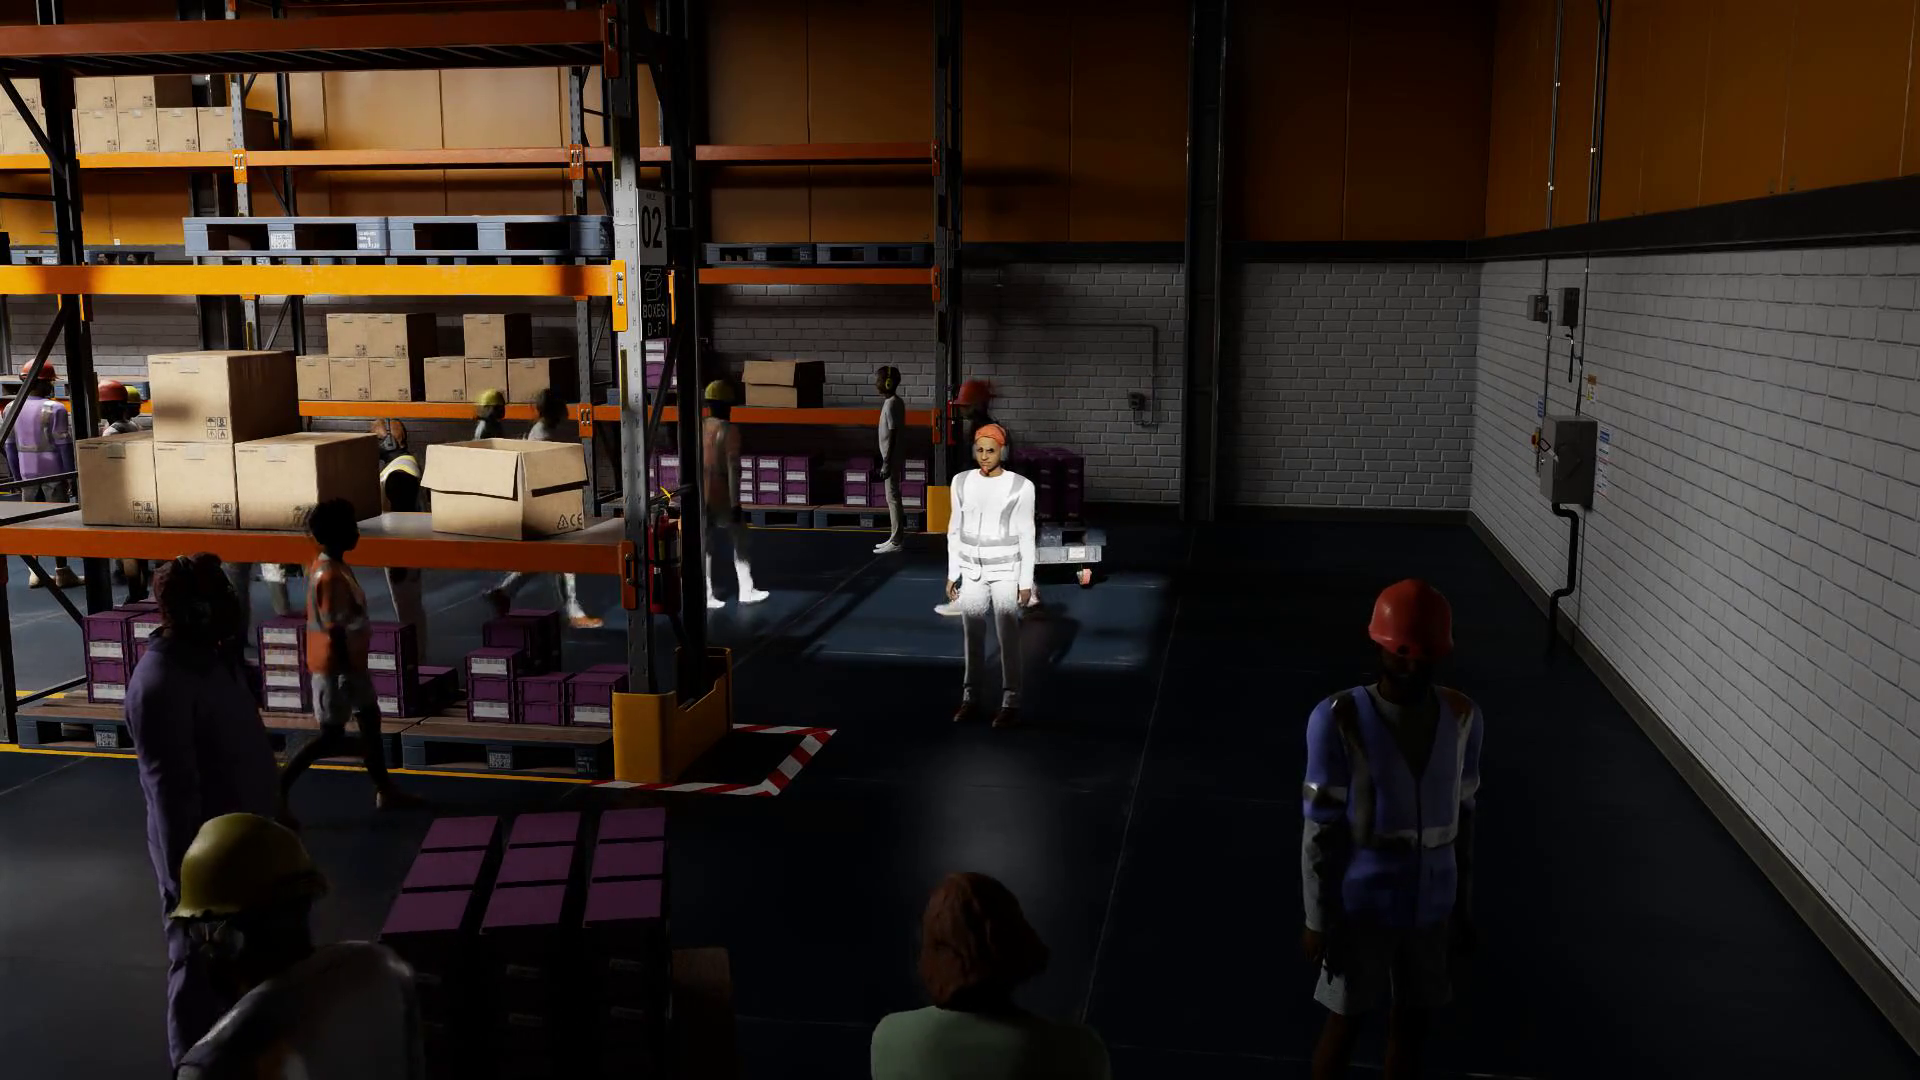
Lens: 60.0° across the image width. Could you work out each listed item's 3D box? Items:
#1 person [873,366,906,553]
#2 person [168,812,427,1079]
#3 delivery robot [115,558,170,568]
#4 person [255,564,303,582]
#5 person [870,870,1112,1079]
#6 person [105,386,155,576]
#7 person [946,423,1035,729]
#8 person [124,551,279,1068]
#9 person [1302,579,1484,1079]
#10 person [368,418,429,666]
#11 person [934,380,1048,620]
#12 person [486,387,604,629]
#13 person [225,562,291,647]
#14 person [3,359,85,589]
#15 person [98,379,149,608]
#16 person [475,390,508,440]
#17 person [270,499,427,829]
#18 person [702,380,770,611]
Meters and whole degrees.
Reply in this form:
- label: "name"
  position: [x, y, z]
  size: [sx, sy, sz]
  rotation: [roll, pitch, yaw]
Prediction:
- label: "person"
  position: [-0.704, -0.799, 16.564]
  size: [0.328, 1.875, 0.513]
  rotation: [1, 9, 4]
- label: "person"
  position: [-1.298, 1.401, 3.161]
  size: [0.780, 1.780, 0.707]
  rotation: [2, 9, 13]
- label: "delivery robot"
  position: [-7.280, 0.049, 15.084]
  size: [0.707, 0.478, 0.477]
  rotation: [-4, 10, -22]
- label: "person"
  position: [-6.207, -0.588, 15.048]
  size: [0.354, 1.939, 0.544]
  rotation: [3, 10, 16]
- label: "person"
  position: [0.083, 1.452, 3.376]
  size: [0.533, 1.610, 0.350]
  rotation: [3, 10, 18]
- label: "person"
  position: [-7.607, -0.532, 15.268]
  size: [0.518, 1.755, 0.357]
  rotation: [5, 10, 26]
- label: "person"
  position: [0.191, 0.218, 10.246]
  size: [0.579, 1.879, 0.348]
  rotation: [5, 10, 28]
- label: "person"
  position: [-2.405, 0.985, 5.368]
  size: [0.409, 1.912, 0.651]
  rotation: [-2, 9, -13]
- label: "person"
  position: [1.268, 1.059, 4.843]
  size: [0.551, 1.932, 0.376]
  rotation: [-2, 9, -12]
- label: "person"
  position: [-3.756, 0.099, 11.121]
  size: [0.429, 1.836, 0.625]
  rotation: [-3, 10, -20]
- label: "person"
  position: [0.288, -0.313, 13.357]
  size: [0.944, 1.952, 0.614]
  rotation: [2, 9, 13]
- label: "person"
  position: [-3.260, -0.234, 12.941]
  size: [0.819, 1.917, 0.634]
  rotation: [-2, 9, -13]
- label: "person"
  position: [-5.225, -0.077, 12.272]
  size: [0.611, 1.811, 0.696]
  rotation: [-7, 12, -37]
- label: "person"
  position: [-8.074, -0.584, 14.697]
  size: [0.616, 2.041, 0.382]
  rotation: [2, 9, 10]
- label: "person"
  position: [-6.773, -0.323, 13.409]
  size: [0.361, 1.938, 0.546]
  rotation: [-2, 9, -11]
- label: "person"
  position: [-4.372, -0.566, 15.652]
  size: [0.816, 1.703, 0.500]
  rotation: [0, 9, 3]
- label: "person"
  position: [-3.183, 0.617, 8.413]
  size: [0.796, 1.670, 0.540]
  rotation: [-3, 10, -18]
- label: "person"
  position: [-1.933, -0.379, 13.849]
  size: [0.625, 1.897, 0.819]
  rotation: [6, 11, 35]
